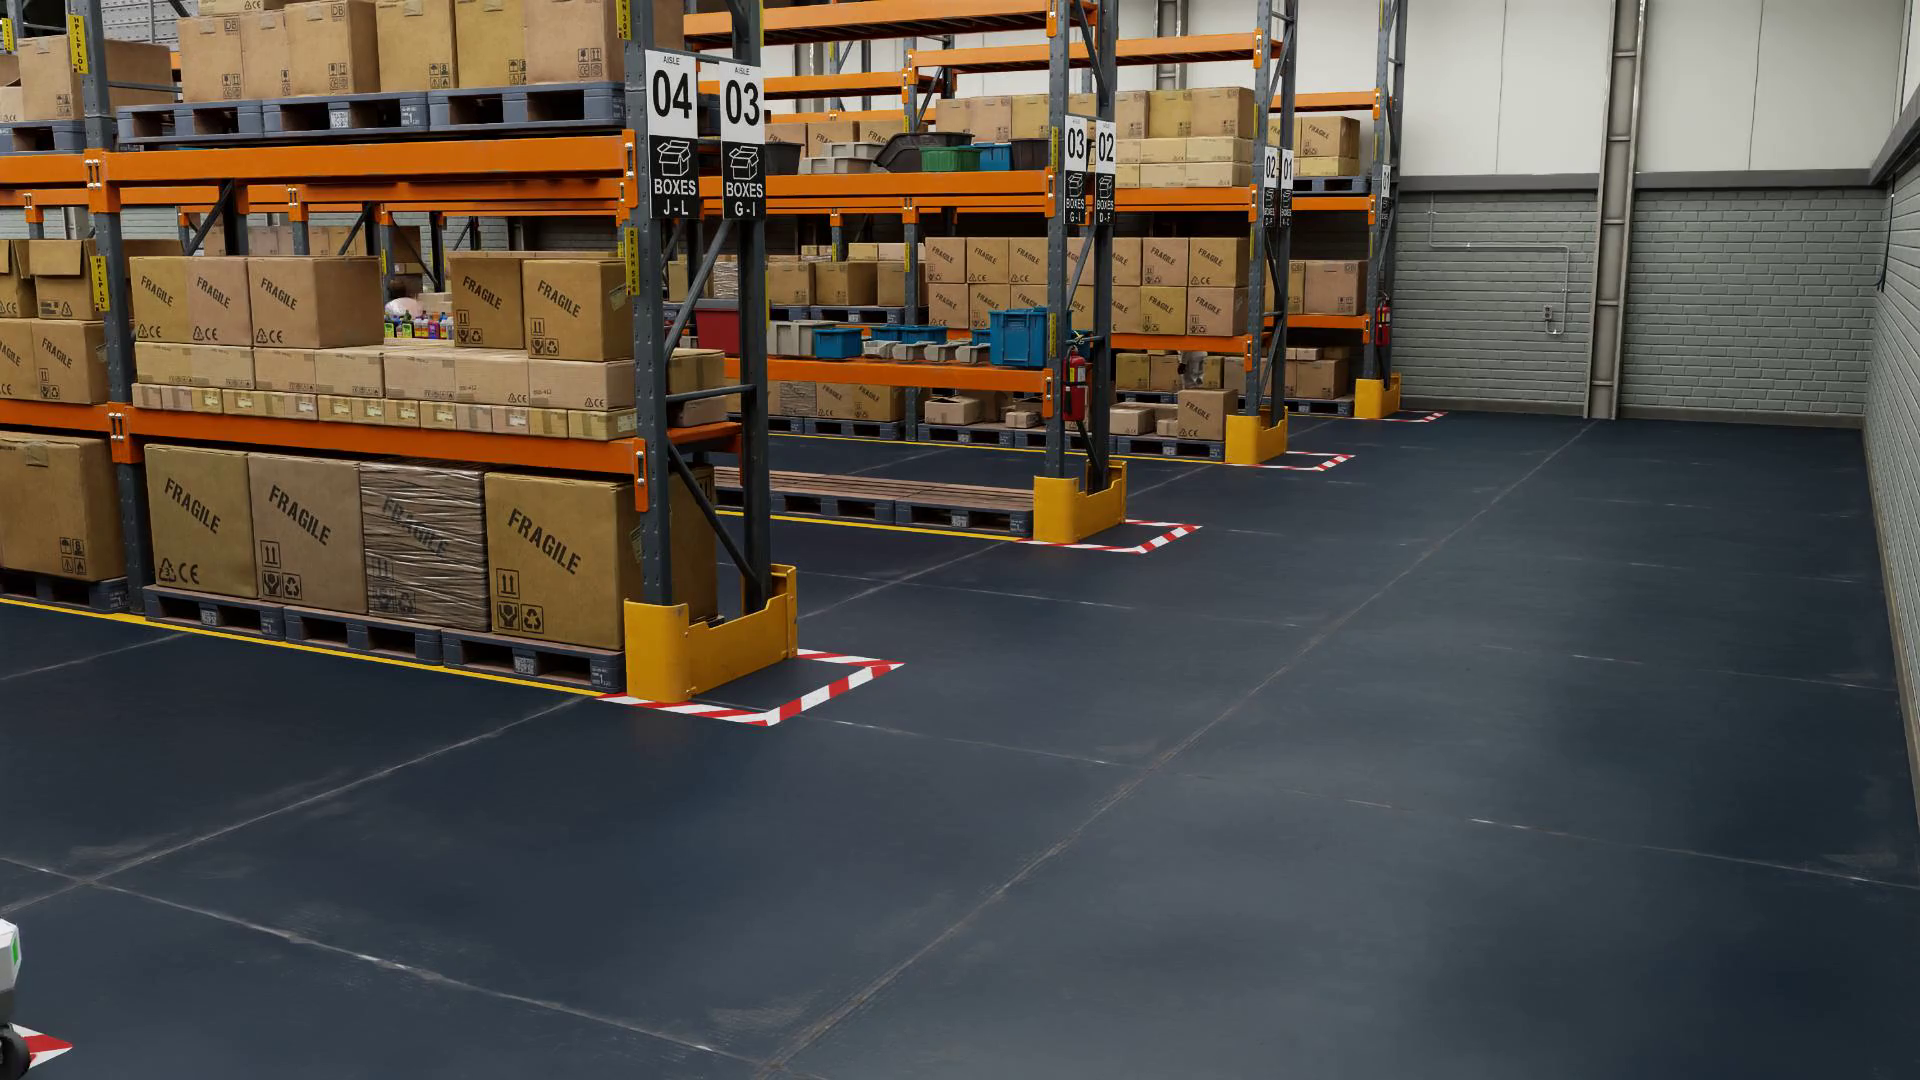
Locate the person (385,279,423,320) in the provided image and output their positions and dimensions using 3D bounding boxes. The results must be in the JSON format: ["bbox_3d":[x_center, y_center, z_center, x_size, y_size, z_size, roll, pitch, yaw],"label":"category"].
[{"bbox_3d":[-6.835,-2.261,20.290,0.696,1.822,0.640,7,12,32],"label":"person"}]

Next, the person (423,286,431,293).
[{"bbox_3d":[-8.351,-3.216,25.577,0.717,1.801,0.474,6,12,28],"label":"person"}]

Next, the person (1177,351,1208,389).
[{"bbox_3d":[2.667,-2.090,19.175,0.356,1.881,0.575,6,12,29],"label":"person"}]

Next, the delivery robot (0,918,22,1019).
[{"bbox_3d":[-2.950,1.220,4.489,0.477,0.478,0.707,7,13,35],"label":"delivery robot"}]
